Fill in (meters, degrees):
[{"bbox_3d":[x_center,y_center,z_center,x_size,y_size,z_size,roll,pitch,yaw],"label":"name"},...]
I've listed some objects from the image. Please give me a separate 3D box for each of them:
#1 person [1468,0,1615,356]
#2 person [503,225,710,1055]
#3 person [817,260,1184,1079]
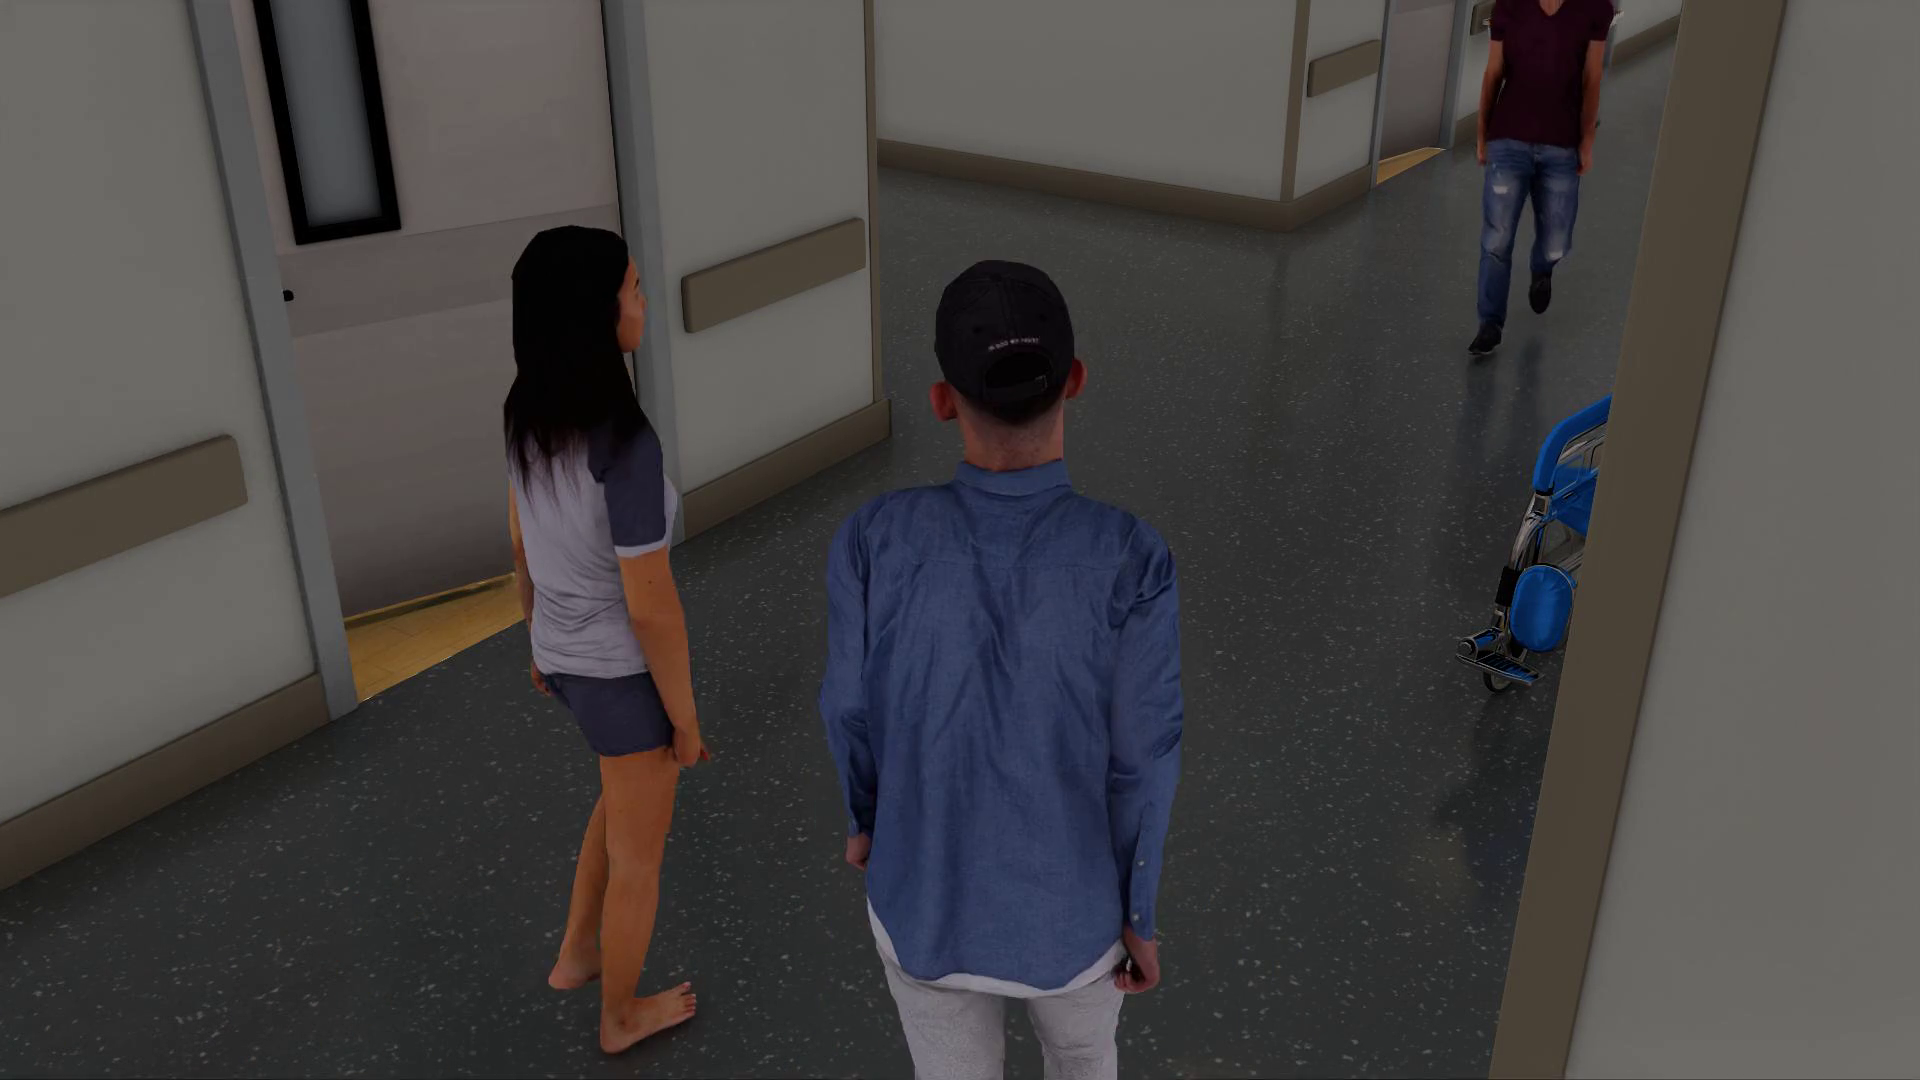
[{"bbox_3d":[2.494,-1.731,7.164,0.794,1.832,1.048,11,28,21],"label":"person"},{"bbox_3d":[-0.723,0.276,3.130,0.646,1.723,0.657,23,34,40],"label":"person"},{"bbox_3d":[0.057,0.549,2.392,0.788,1.871,0.812,2,26,4],"label":"person"}]
